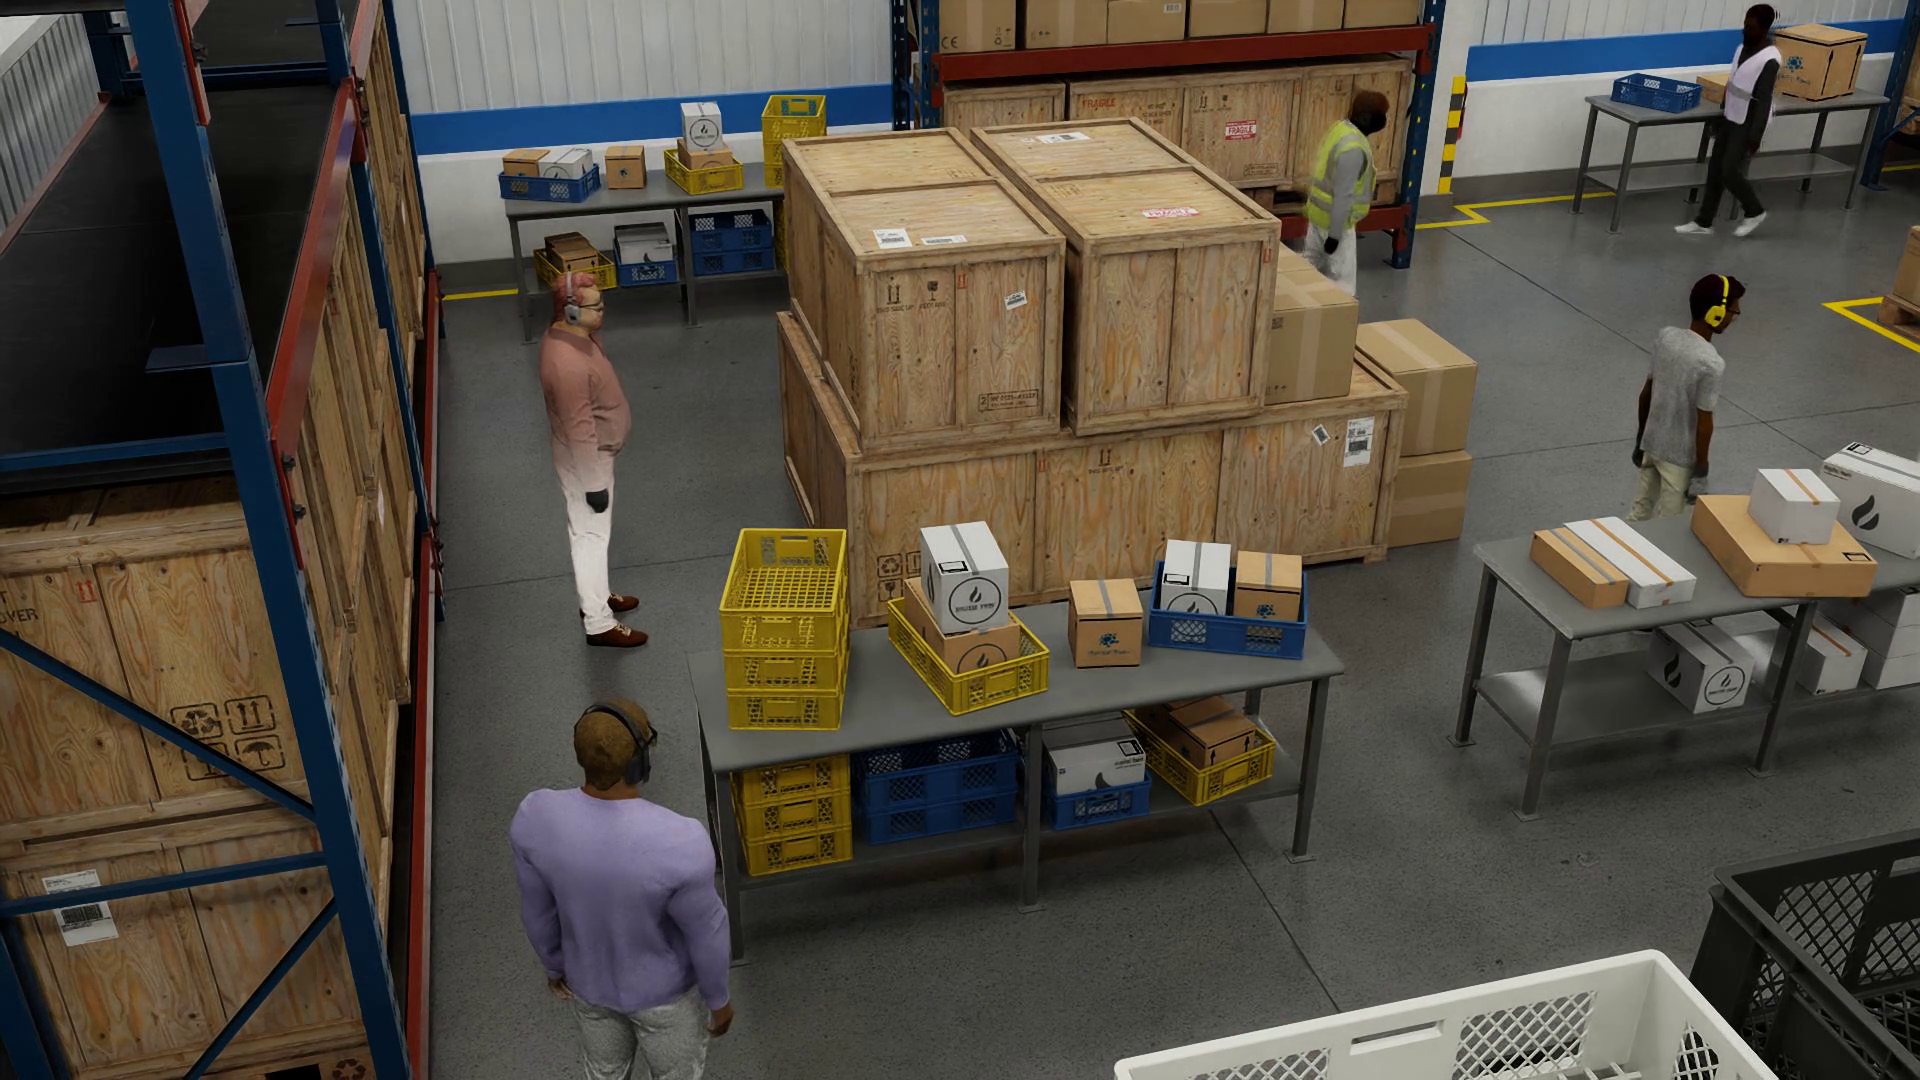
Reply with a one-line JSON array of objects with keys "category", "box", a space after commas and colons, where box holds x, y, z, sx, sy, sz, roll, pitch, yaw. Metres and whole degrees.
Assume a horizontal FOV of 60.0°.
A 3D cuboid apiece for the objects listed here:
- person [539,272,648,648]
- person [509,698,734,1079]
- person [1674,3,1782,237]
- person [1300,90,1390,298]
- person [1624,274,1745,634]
[{"category": "person", "box": [-1.791, -0.391, 8.125, 0.402, 1.901, 0.639, -6, 30, -12]}, {"category": "person", "box": [-0.975, 1.312, 4.991, 0.635, 1.937, 0.354, 8, 30, 14]}, {"category": "person", "box": [6.369, -3.405, 13.586, 0.608, 1.908, 0.598, 1, 29, 1]}, {"category": "person", "box": [2.640, -2.226, 11.581, 0.673, 1.804, 0.631, 1, 29, 2]}, {"category": "person", "box": [3.520, -0.417, 8.207, 0.333, 1.865, 0.520, -6, 30, -12]}]
